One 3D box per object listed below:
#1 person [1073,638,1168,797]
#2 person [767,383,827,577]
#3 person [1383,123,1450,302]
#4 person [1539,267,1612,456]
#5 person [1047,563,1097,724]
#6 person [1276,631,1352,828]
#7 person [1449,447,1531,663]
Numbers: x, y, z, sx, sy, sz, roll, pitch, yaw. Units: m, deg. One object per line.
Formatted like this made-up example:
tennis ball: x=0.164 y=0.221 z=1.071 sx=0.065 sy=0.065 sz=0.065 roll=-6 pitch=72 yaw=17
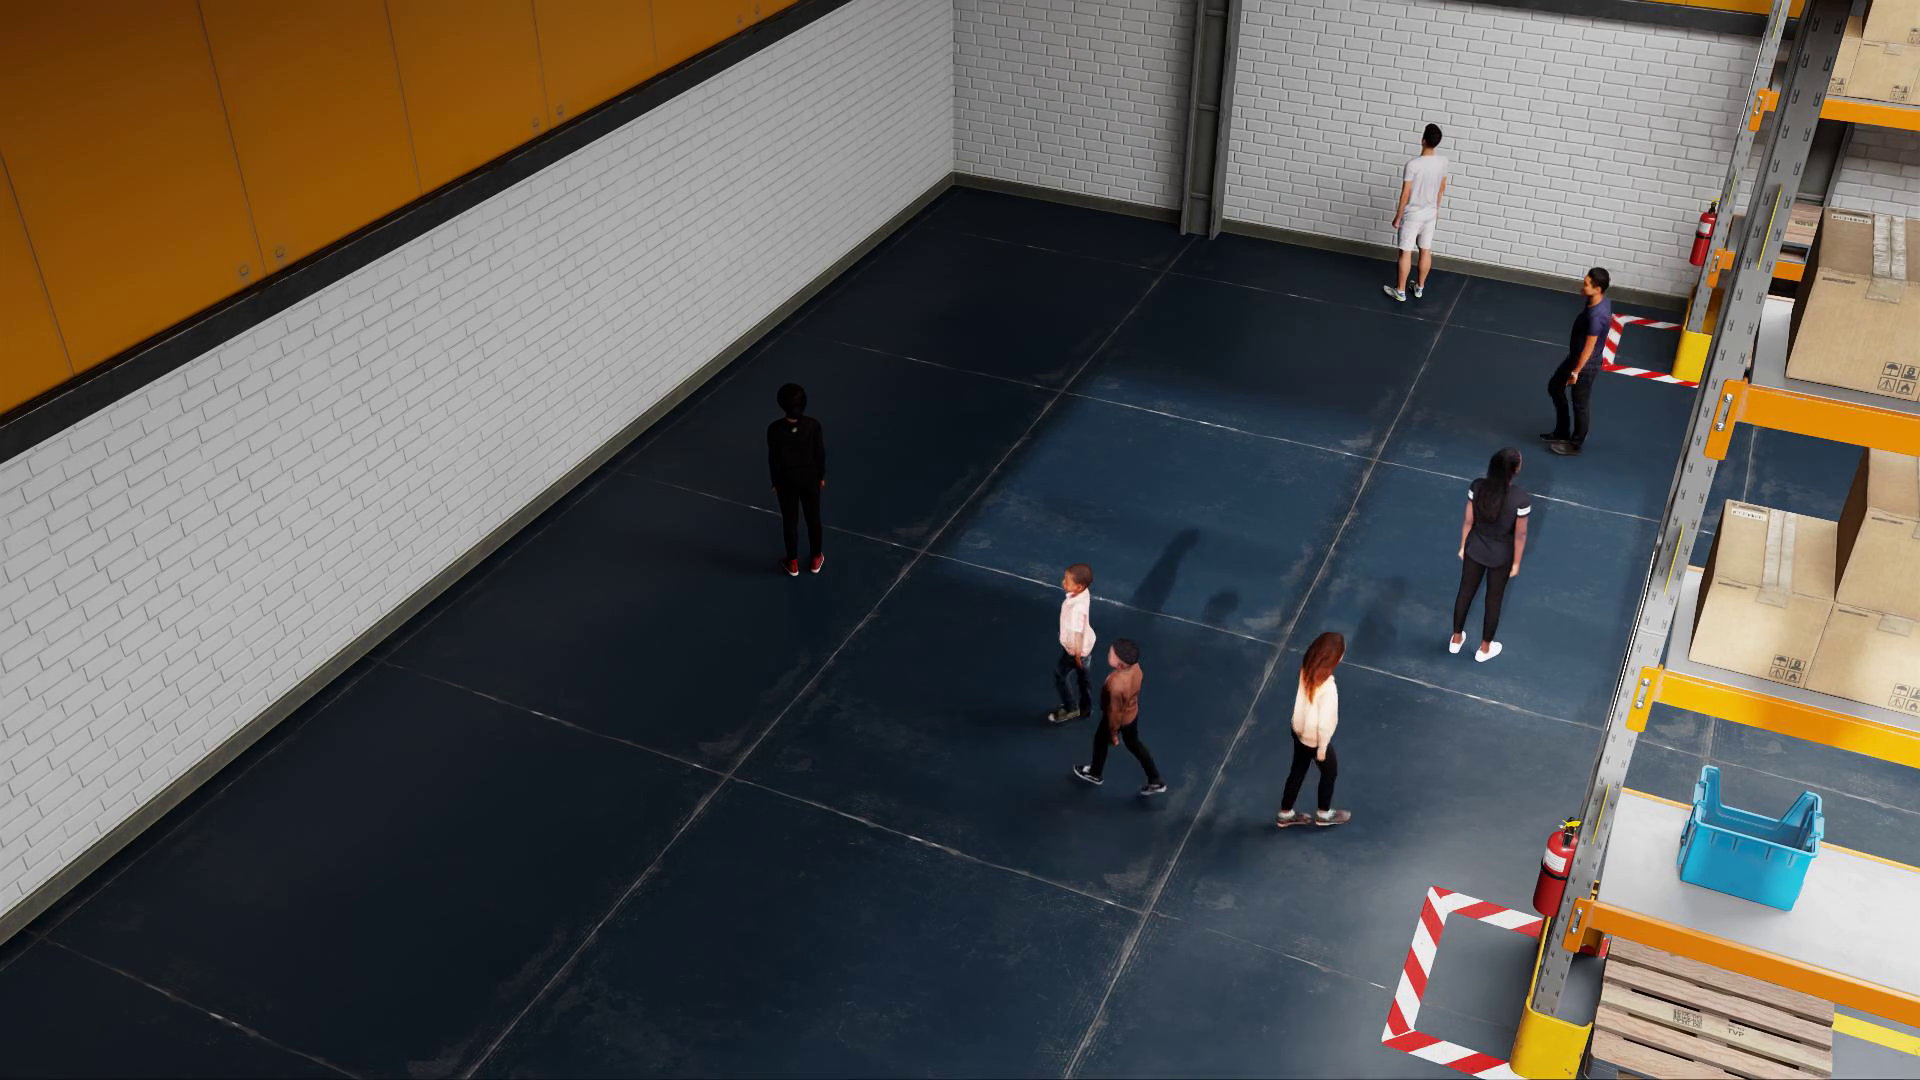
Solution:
person: x=1.097 y=1.162 z=10.794 sx=0.930 sy=1.239 sz=0.647 roll=23 pitch=40 yaw=30
person: x=-1.249 y=-0.472 z=12.858 sx=0.668 sy=1.675 sz=0.748 roll=-7 pitch=34 yaw=-11
person: x=4.702 y=-3.351 z=17.027 sx=0.755 sy=1.856 sz=0.813 roll=-12 pitch=35 yaw=-17
person: x=5.465 y=-1.516 z=14.337 sx=0.705 sy=1.777 sz=0.747 roll=7 pitch=34 yaw=10
person: x=0.872 y=0.715 z=11.414 sx=0.565 sy=1.298 sz=0.551 roll=8 pitch=34 yaw=12
person: x=2.161 y=1.231 z=10.492 sx=0.844 sy=1.458 sz=0.778 roll=-7 pitch=34 yaw=-11
person: x=3.806 y=0.091 z=11.950 sx=0.569 sy=1.742 sz=0.715 roll=22 pitch=40 yaw=30
